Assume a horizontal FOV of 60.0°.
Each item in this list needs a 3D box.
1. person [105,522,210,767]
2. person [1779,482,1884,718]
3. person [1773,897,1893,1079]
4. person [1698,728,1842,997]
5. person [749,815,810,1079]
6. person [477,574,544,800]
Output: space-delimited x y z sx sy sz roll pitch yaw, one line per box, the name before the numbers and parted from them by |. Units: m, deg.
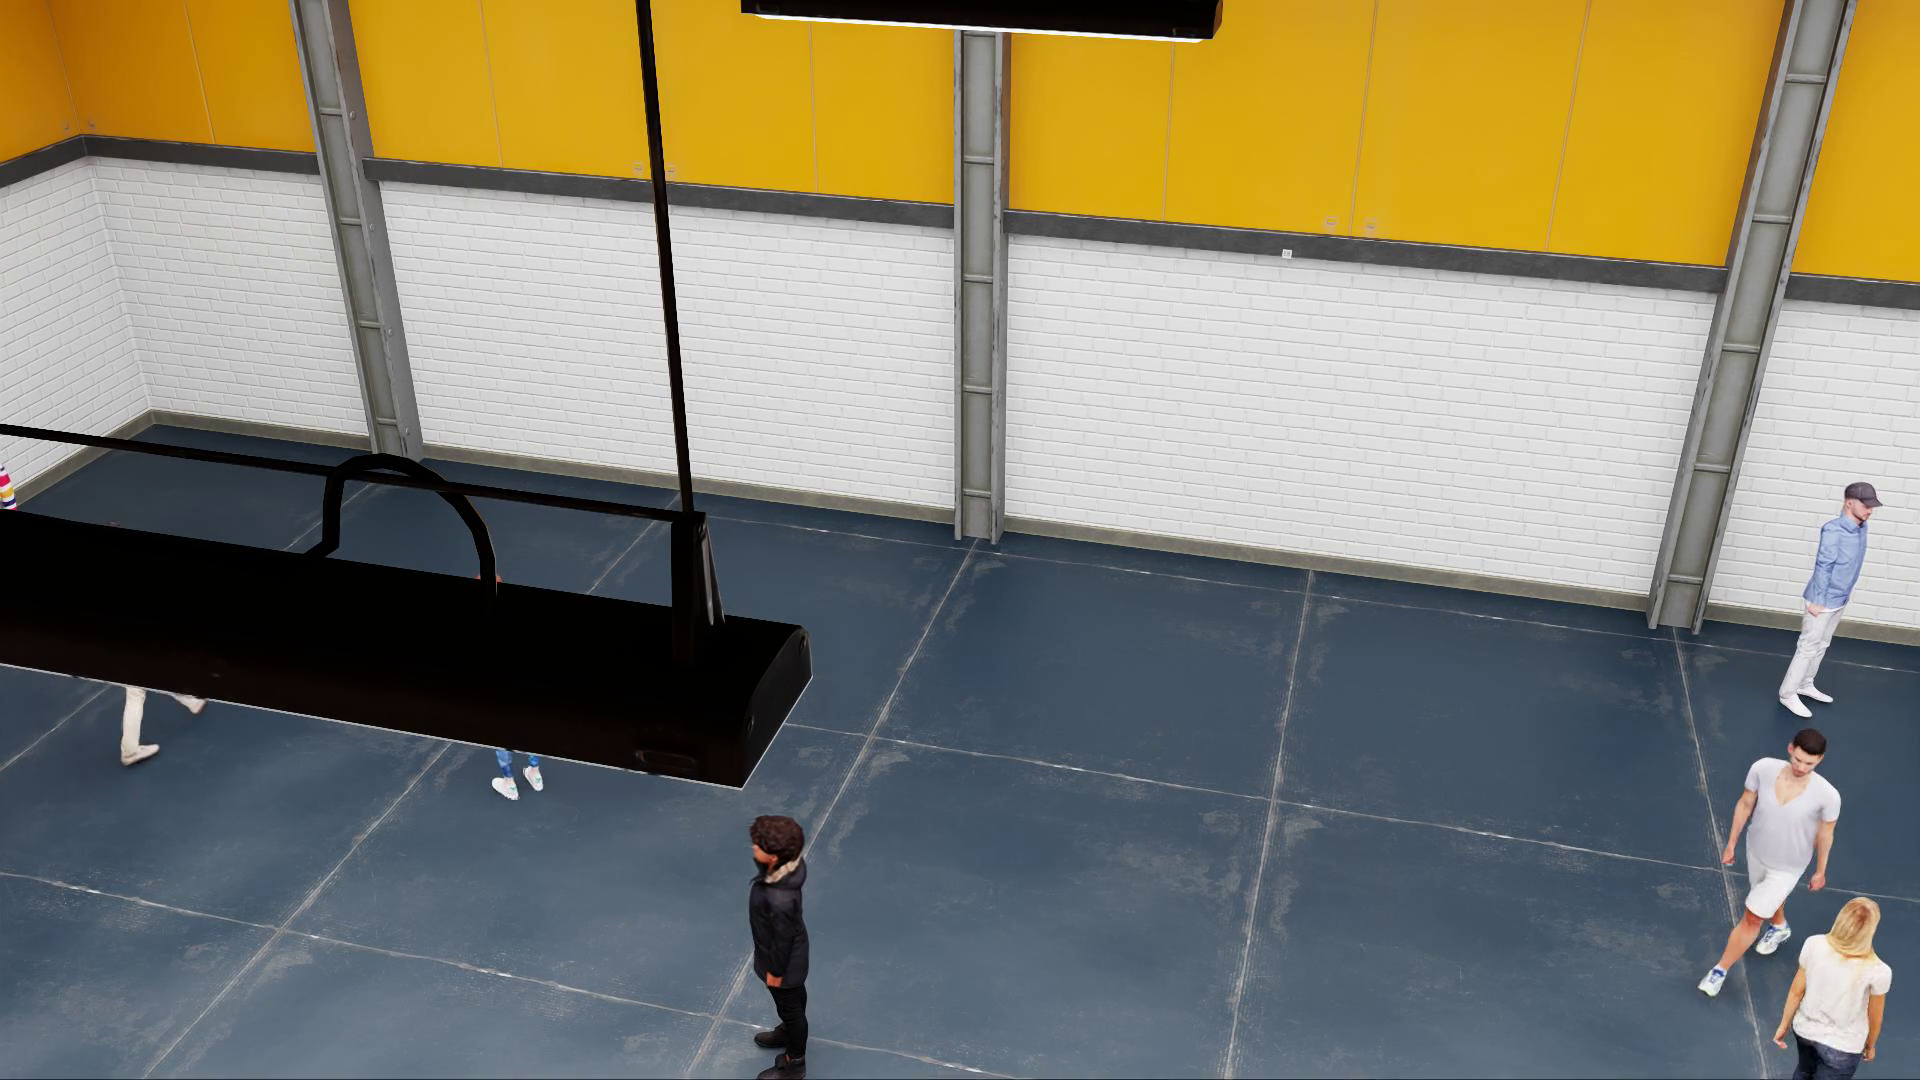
person | -5.971 0.783 11.888 1.187 1.805 0.976 18 33 29
person | 6.523 0.411 12.487 0.743 1.884 0.776 -20 34 -32
person | 4.399 2.634 8.529 1.135 1.773 1.161 -19 34 -31
person | 4.933 1.843 9.960 1.238 1.790 1.238 -20 35 -32
person | -0.976 2.249 9.225 0.705 1.781 0.700 -2 29 -4
person | -3.162 0.996 11.527 0.692 1.786 0.741 -24 37 -37
